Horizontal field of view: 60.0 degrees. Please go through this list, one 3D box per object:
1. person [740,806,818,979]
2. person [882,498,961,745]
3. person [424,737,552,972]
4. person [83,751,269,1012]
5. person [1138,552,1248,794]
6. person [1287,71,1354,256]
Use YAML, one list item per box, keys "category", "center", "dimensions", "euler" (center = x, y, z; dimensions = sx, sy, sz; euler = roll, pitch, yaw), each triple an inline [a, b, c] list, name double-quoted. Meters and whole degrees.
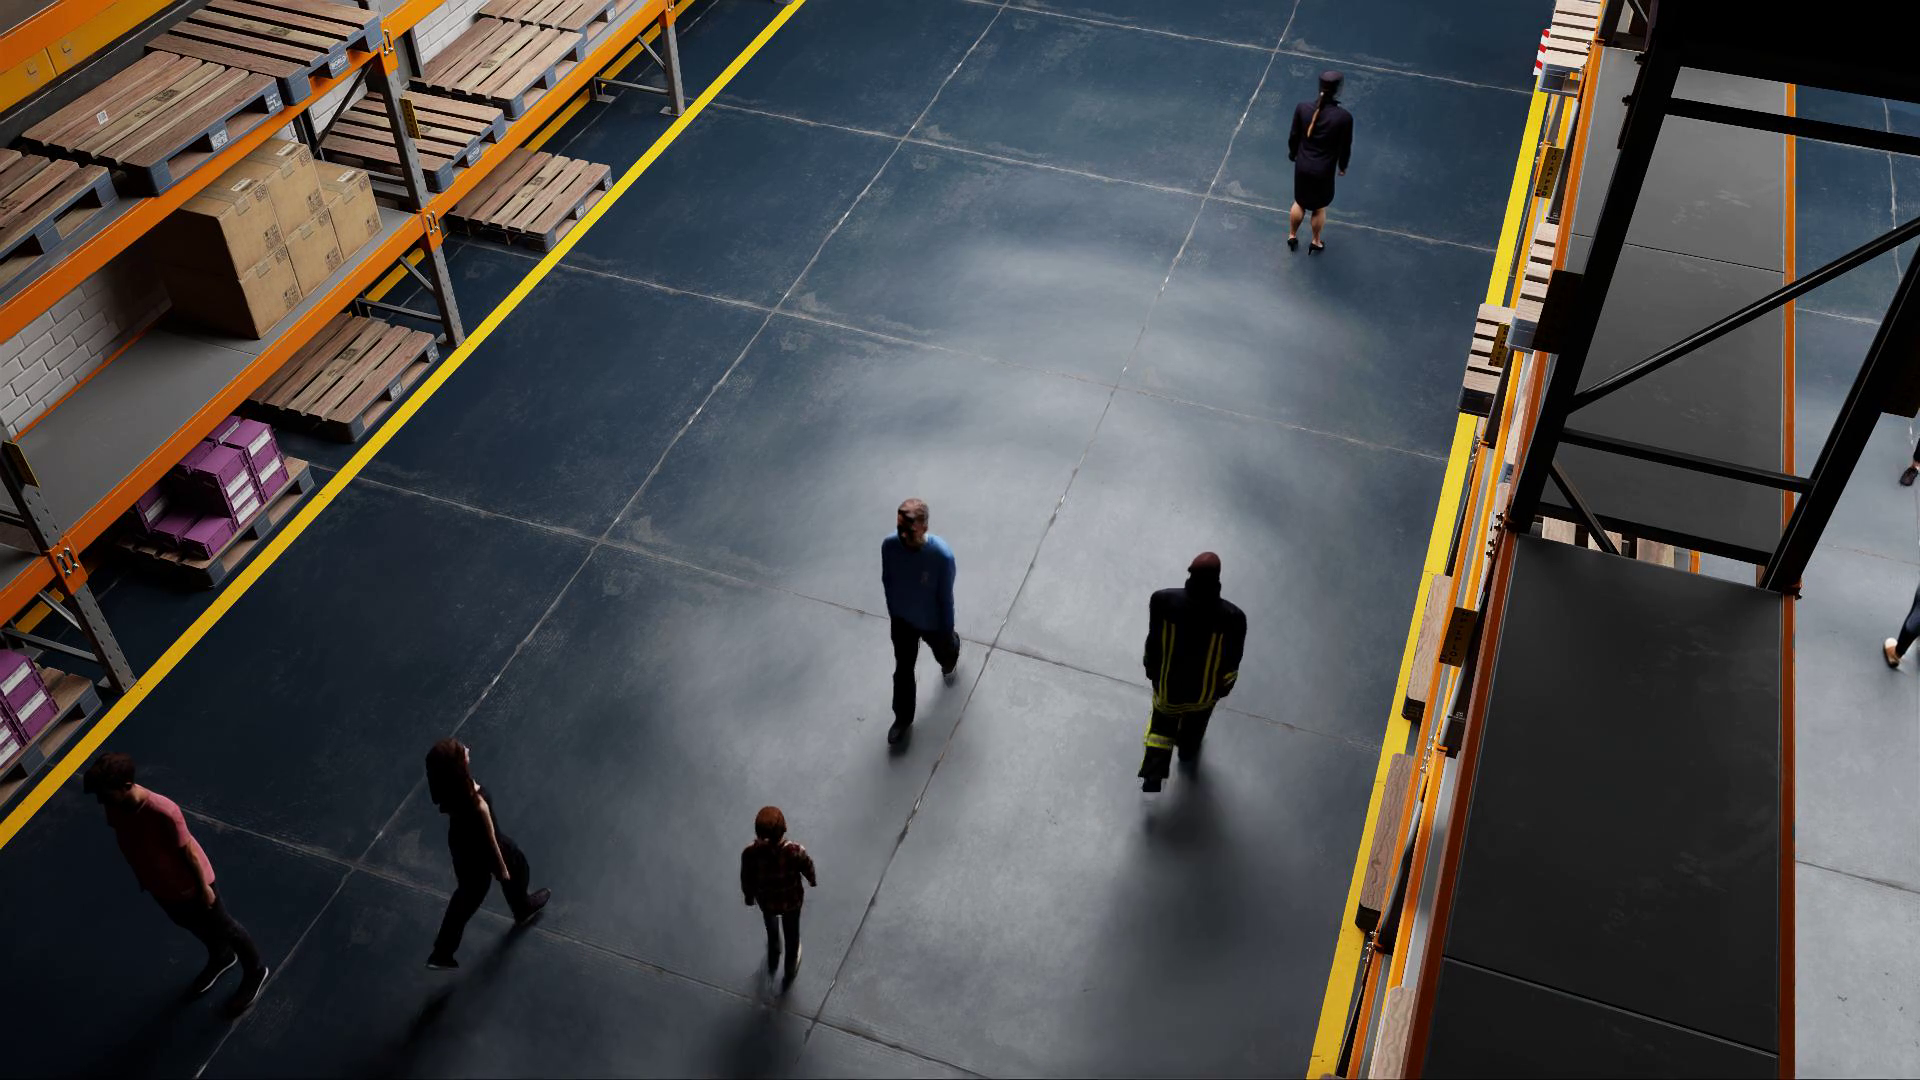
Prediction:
- category: "person"
  center: [-0.993, 1.959, 9.015]
  dimensions: [0.610, 1.294, 0.637]
  euler: [3, 44, 4]
- category: "person"
  center: [-0.198, 0.401, 10.292]
  dimensions: [0.662, 1.790, 1.101]
  euler: [13, 45, 13]
- category: "person"
  center: [-2.680, 1.706, 8.971]
  dimensions: [0.771, 1.721, 1.122]
  euler: [26, 49, 25]
- category: "person"
  center: [-4.103, 1.753, 8.750]
  dimensions: [0.628, 1.958, 0.560]
  euler: [13, 45, 13]
- category: "person"
  center: [1.349, 0.806, 9.858]
  dimensions: [0.724, 1.802, 1.037]
  euler: [14, 45, 14]
- category: "person"
  center: [3.026, -3.185, 14.145]
  dimensions: [0.726, 1.666, 0.669]
  euler: [21, 47, 20]
